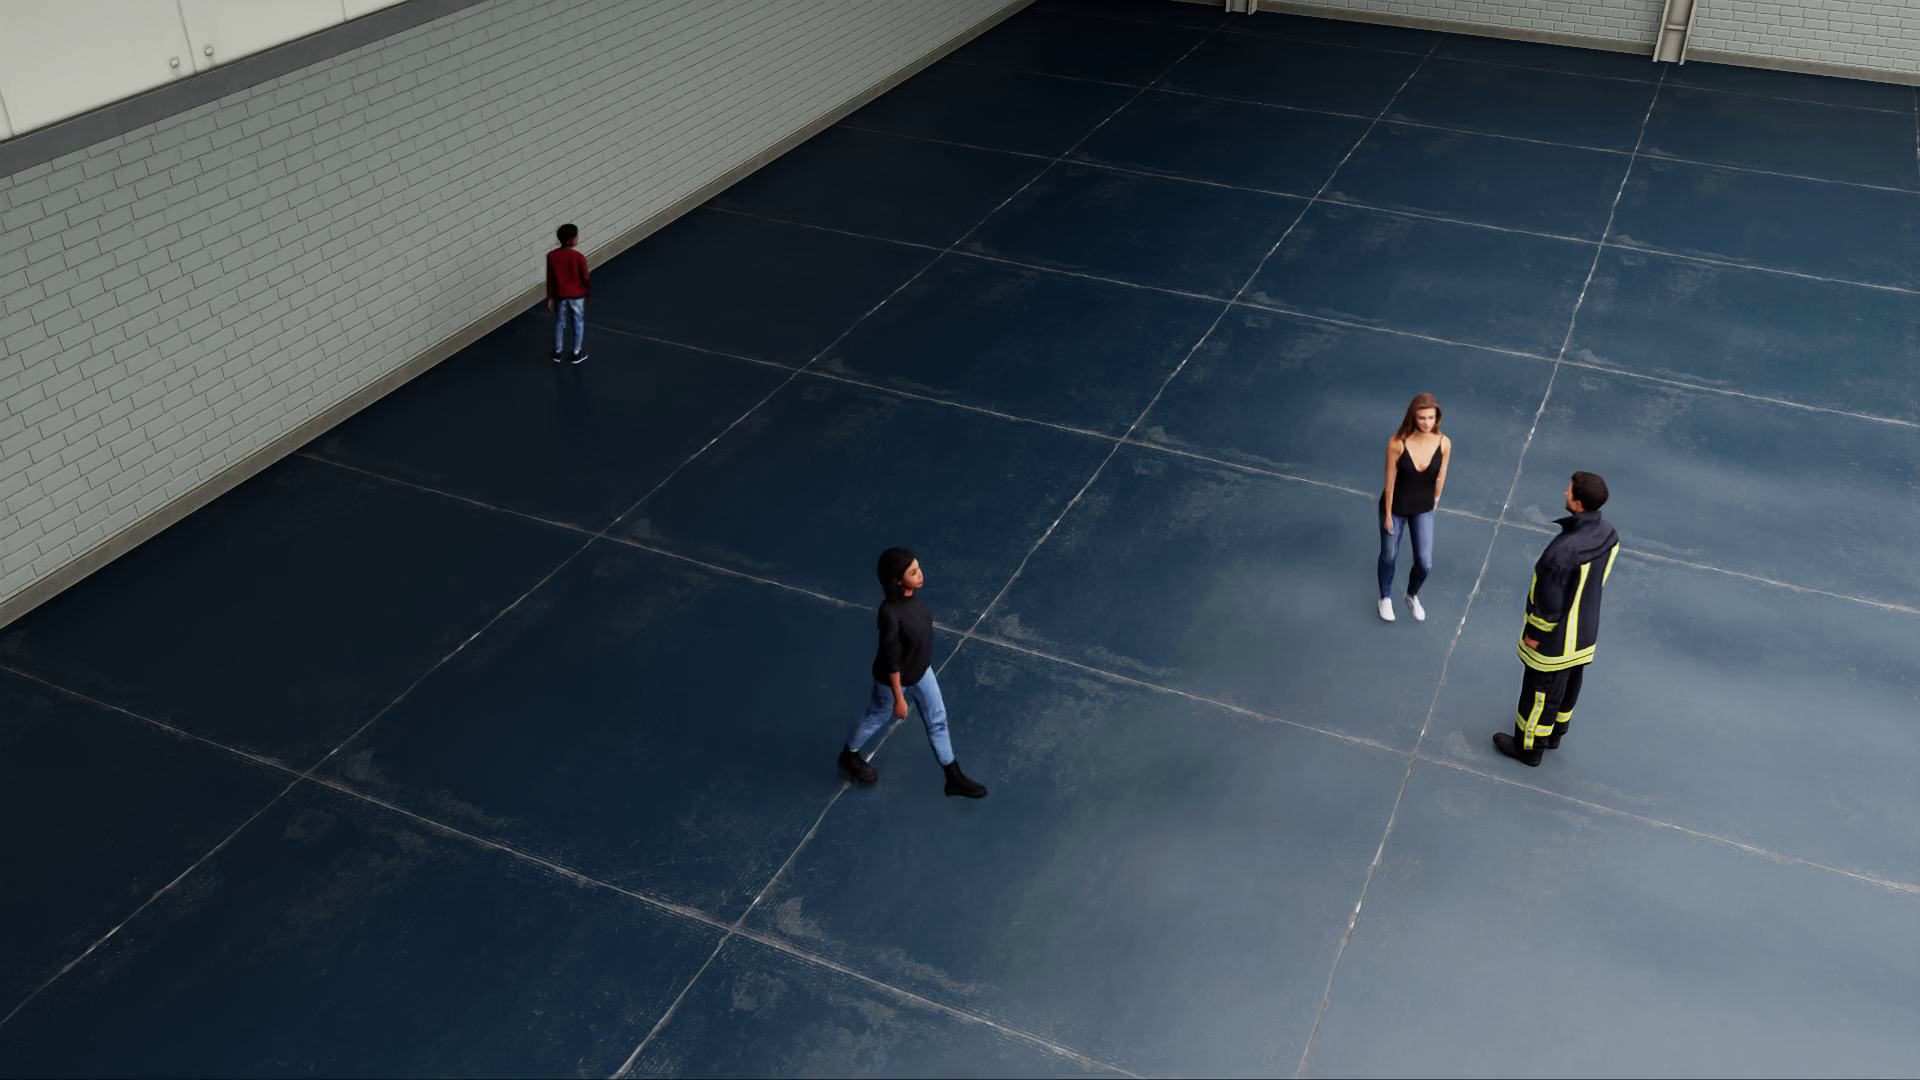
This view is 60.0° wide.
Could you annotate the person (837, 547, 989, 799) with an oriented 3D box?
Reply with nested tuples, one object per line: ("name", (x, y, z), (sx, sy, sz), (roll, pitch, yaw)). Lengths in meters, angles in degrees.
("person", (-0.416, 0.777, 9.430), (1.161, 1.658, 0.604), (12, 34, 19))

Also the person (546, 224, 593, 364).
("person", (-3.408, -2.109, 14.400), (0.592, 1.236, 0.700), (-7, 33, -10))

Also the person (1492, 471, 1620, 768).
("person", (3.512, 0.460, 9.678), (0.876, 1.928, 0.836), (-25, 40, -34))

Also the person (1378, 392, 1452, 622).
("person", (2.948, -0.246, 11.003), (0.636, 1.709, 0.725), (0, 32, 0))
